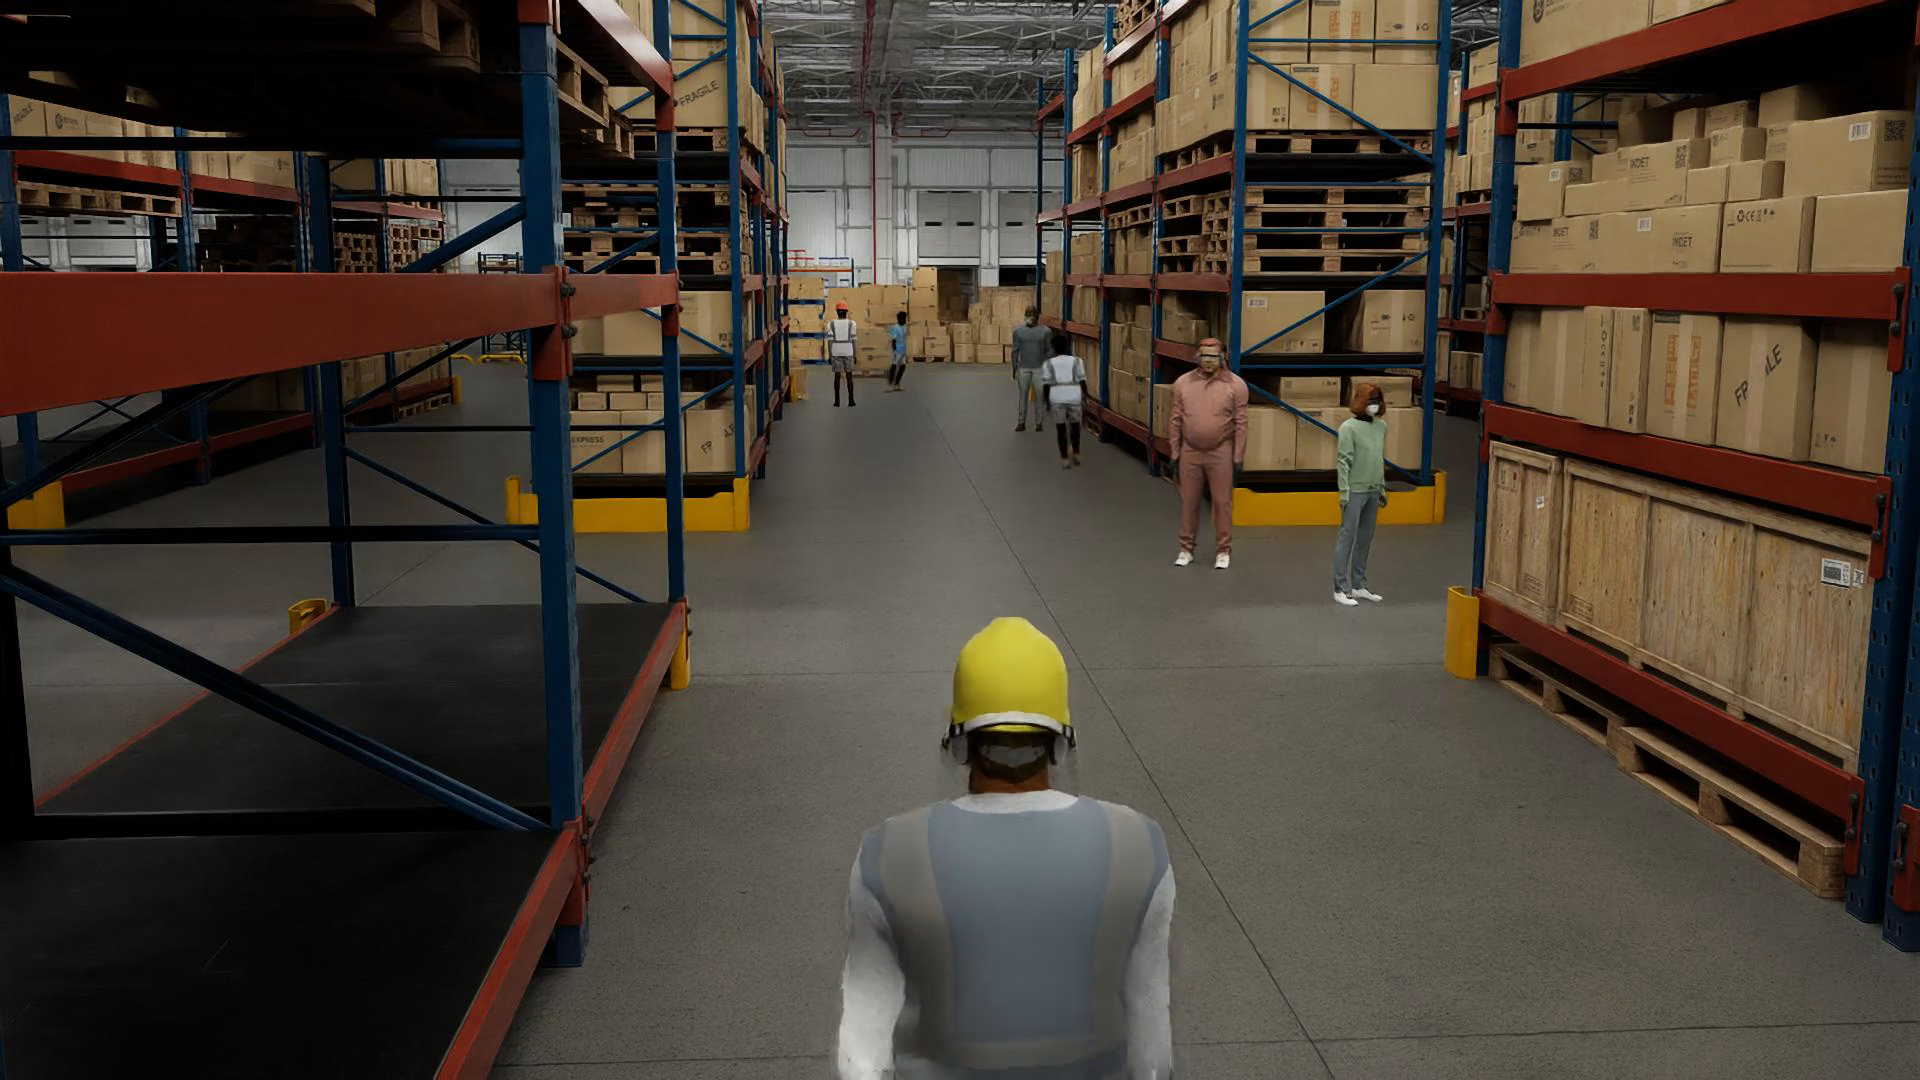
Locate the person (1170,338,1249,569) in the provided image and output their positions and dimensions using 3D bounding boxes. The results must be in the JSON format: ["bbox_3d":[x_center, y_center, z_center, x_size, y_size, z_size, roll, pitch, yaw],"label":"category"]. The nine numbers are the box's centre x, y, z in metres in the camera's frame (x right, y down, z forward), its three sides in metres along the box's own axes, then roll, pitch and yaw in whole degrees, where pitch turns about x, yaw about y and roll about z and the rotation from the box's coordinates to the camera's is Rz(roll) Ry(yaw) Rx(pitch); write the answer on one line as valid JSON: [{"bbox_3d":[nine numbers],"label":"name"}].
[{"bbox_3d":[2.034,-0.708,13.664,0.648,1.899,0.399,4,10,23],"label":"person"}]

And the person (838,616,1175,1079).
[{"bbox_3d":[0.087,1.042,2.953,0.599,1.810,0.779,-1,9,-7],"label":"person"}]

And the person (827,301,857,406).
[{"bbox_3d":[-2.155,-3.409,30.513,0.542,1.929,0.374,0,9,-1],"label":"person"}]

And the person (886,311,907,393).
[{"bbox_3d":[-1.317,-3.865,34.220,0.318,1.662,0.731,5,10,27],"label":"person"}]

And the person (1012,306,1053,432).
[{"bbox_3d":[1.107,-2.629,25.603,0.633,1.933,0.353,2,9,10],"label":"person"}]

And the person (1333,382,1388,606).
[{"bbox_3d":[2.947,-0.338,12.157,0.507,1.631,0.280,-7,11,-38],"label":"person"}]

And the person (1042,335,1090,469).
[{"bbox_3d":[1.321,-1.733,20.808,0.596,1.653,0.690,0,9,3],"label":"person"}]
